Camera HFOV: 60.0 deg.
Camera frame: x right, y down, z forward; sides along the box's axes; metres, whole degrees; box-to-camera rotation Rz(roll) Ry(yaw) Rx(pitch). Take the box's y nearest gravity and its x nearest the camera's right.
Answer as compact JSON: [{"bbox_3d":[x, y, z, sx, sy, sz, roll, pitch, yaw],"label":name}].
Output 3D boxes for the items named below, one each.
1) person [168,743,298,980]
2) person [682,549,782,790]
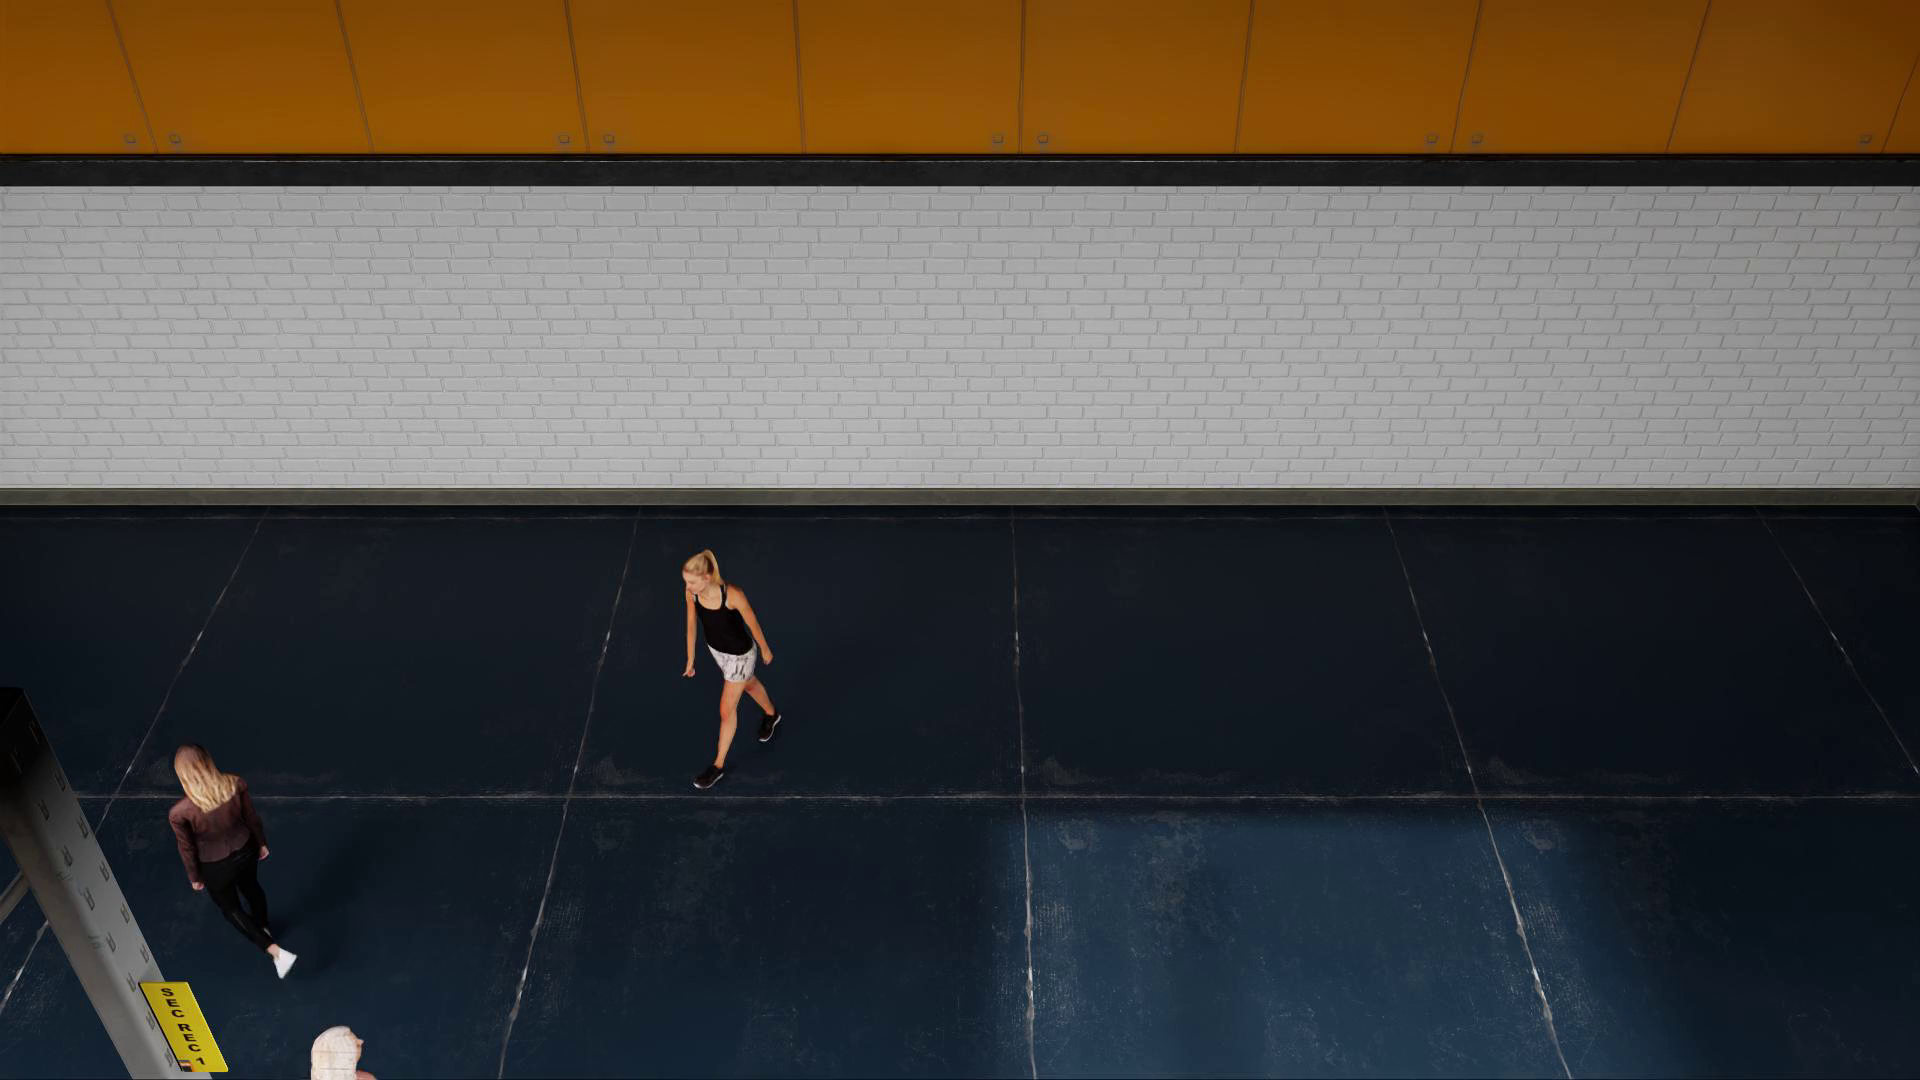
[{"bbox_3d":[-4.099,1.850,9.414,0.985,1.688,0.969,26,45,29],"label":"person"},{"bbox_3d":[-1.414,0.694,10.794,0.980,1.773,1.197,14,41,17],"label":"person"}]
